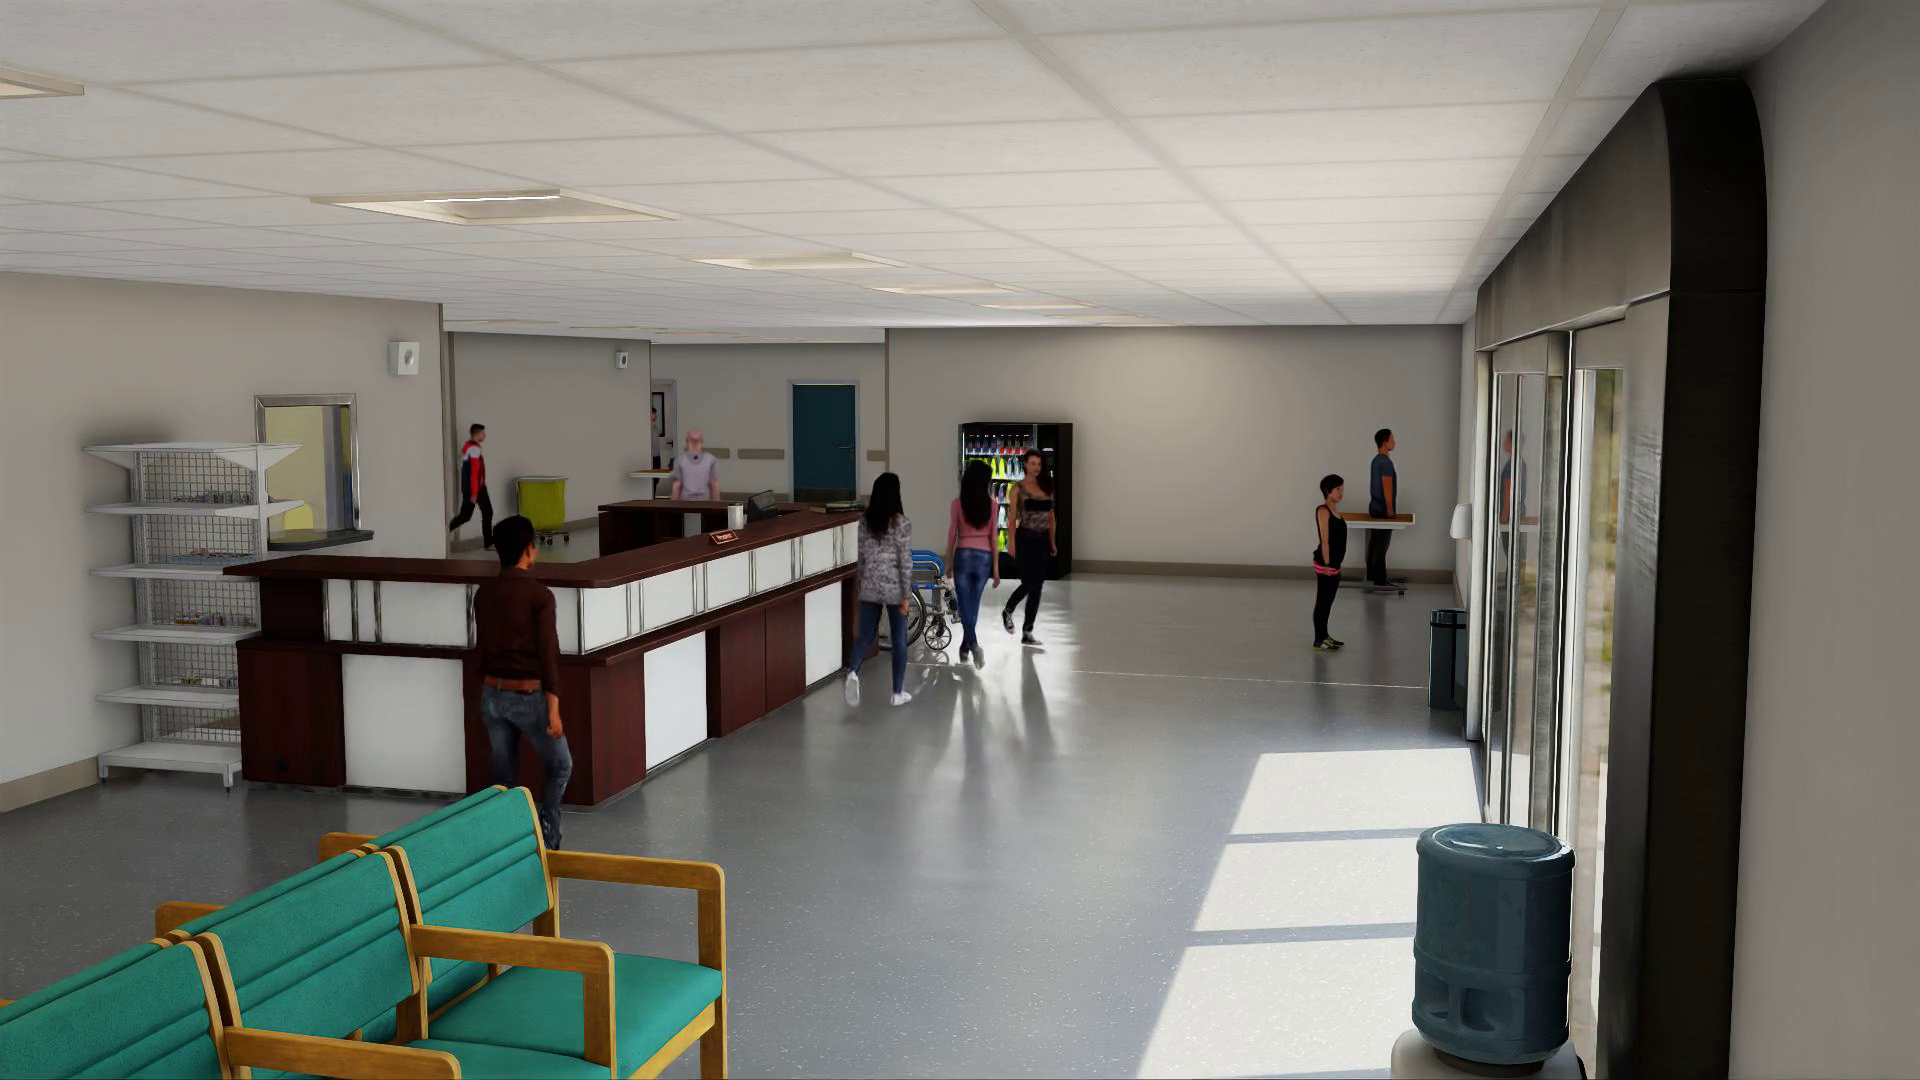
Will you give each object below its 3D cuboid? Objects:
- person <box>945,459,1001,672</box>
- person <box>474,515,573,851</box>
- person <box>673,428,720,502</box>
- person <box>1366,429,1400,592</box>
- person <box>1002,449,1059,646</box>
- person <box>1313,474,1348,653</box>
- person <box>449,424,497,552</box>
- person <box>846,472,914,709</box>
[{"bbox_3d":[0.104,0.229,13.517,1.121,1.706,0.944,-1,6,-11],"label":"person"},{"bbox_3d":[-2.094,0.785,7.686,0.668,1.767,0.773,2,6,21],"label":"person"},{"bbox_3d":[-2.895,-0.309,18.294,0.960,1.820,0.947,-1,6,-11],"label":"person"},{"bbox_3d":[4.754,-0.352,18.764,0.633,1.810,0.704,0,6,1],"label":"person"},{"bbox_3d":[0.587,0.063,14.908,0.828,1.757,0.891,-3,7,-30],"label":"person"},{"bbox_3d":[3.249,0.188,14.695,0.551,1.551,0.572,3,6,24],"label":"person"},{"bbox_3d":[-6.634,-0.666,22.341,1.198,1.720,1.124,-3,7,-28],"label":"person"},{"bbox_3d":[-0.591,0.387,11.921,0.988,1.711,0.752,2,6,23],"label":"person"}]
